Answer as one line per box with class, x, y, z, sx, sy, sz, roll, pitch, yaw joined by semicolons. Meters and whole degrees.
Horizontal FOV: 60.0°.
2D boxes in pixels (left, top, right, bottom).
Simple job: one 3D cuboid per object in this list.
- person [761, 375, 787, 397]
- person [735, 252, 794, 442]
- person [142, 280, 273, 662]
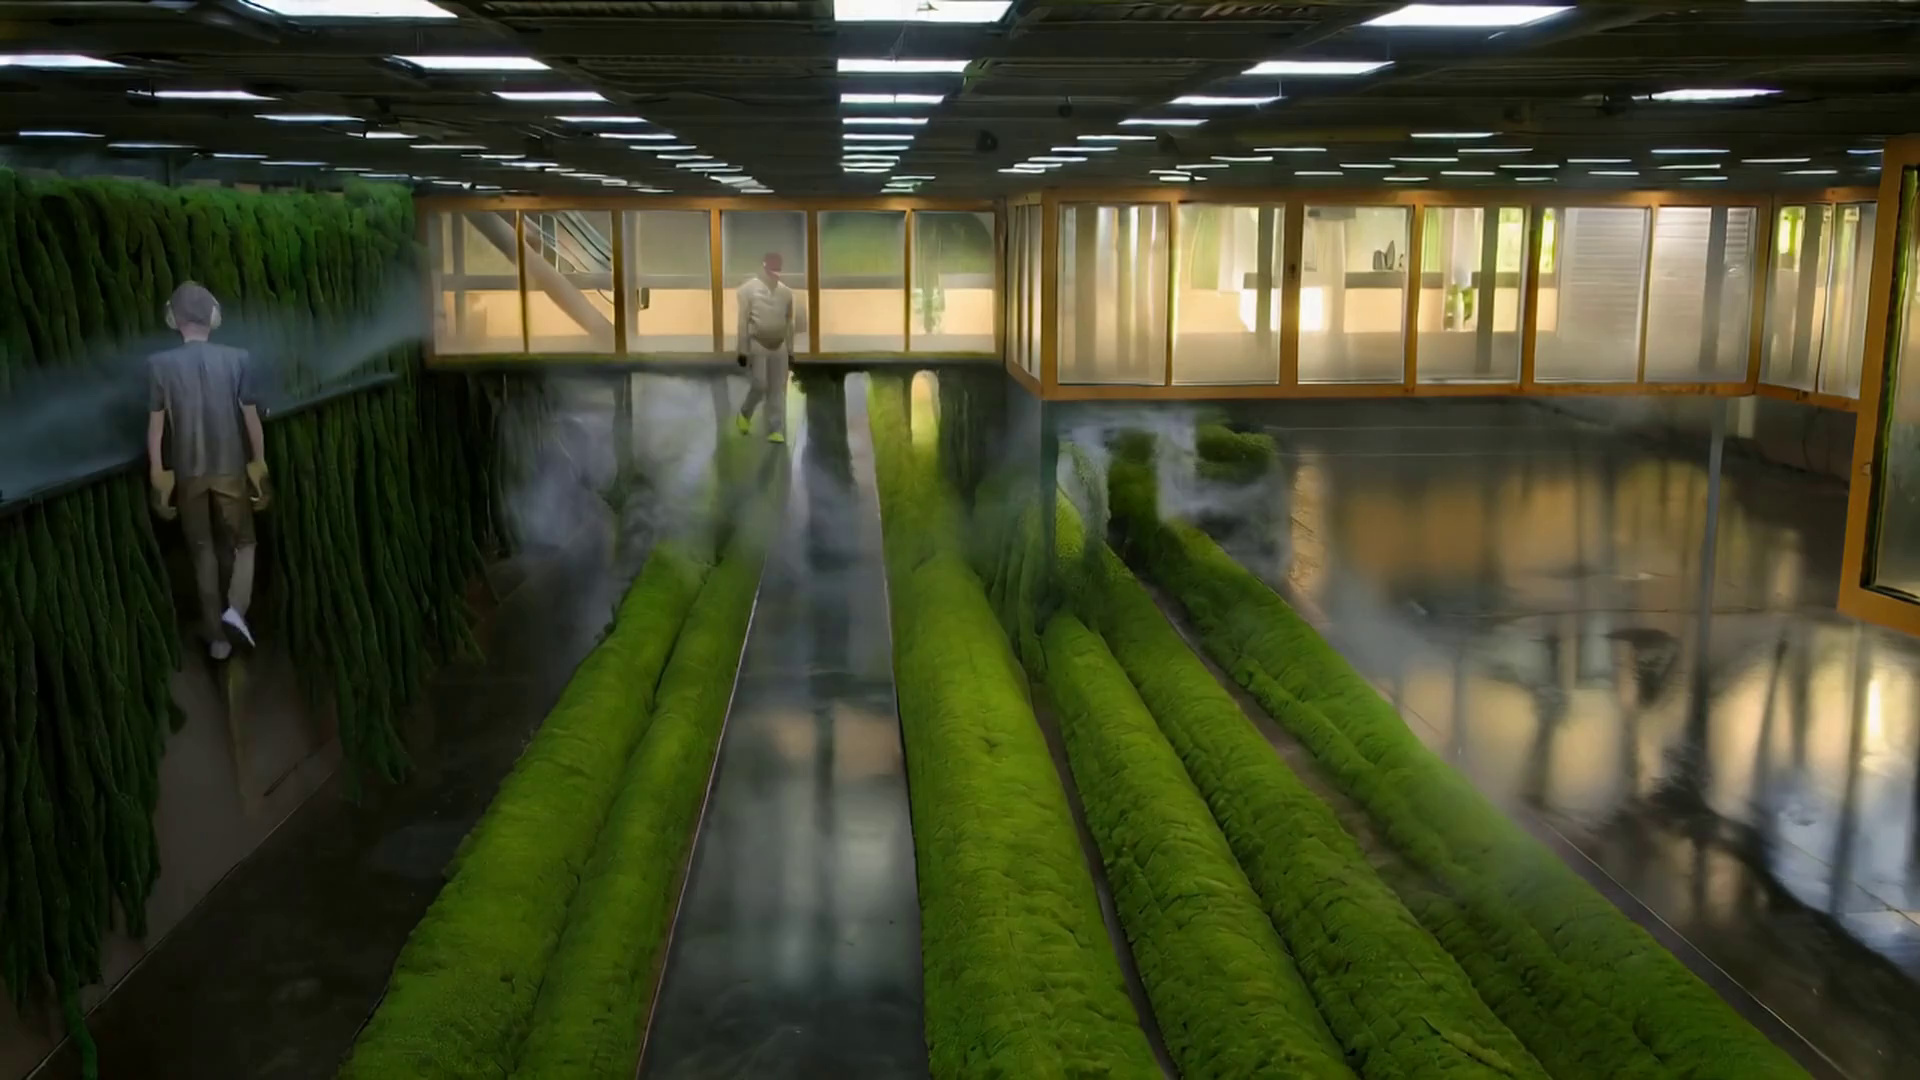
person;-2.400;-2.625;21.076;0.507;1.632;0.274;-4;11;-19
person;-1.946;-1.919;16.585;0.655;1.883;0.516;-7;13;-34
person;-3.589;-0.305;7.966;0.538;1.860;0.506;-4;11;-20
